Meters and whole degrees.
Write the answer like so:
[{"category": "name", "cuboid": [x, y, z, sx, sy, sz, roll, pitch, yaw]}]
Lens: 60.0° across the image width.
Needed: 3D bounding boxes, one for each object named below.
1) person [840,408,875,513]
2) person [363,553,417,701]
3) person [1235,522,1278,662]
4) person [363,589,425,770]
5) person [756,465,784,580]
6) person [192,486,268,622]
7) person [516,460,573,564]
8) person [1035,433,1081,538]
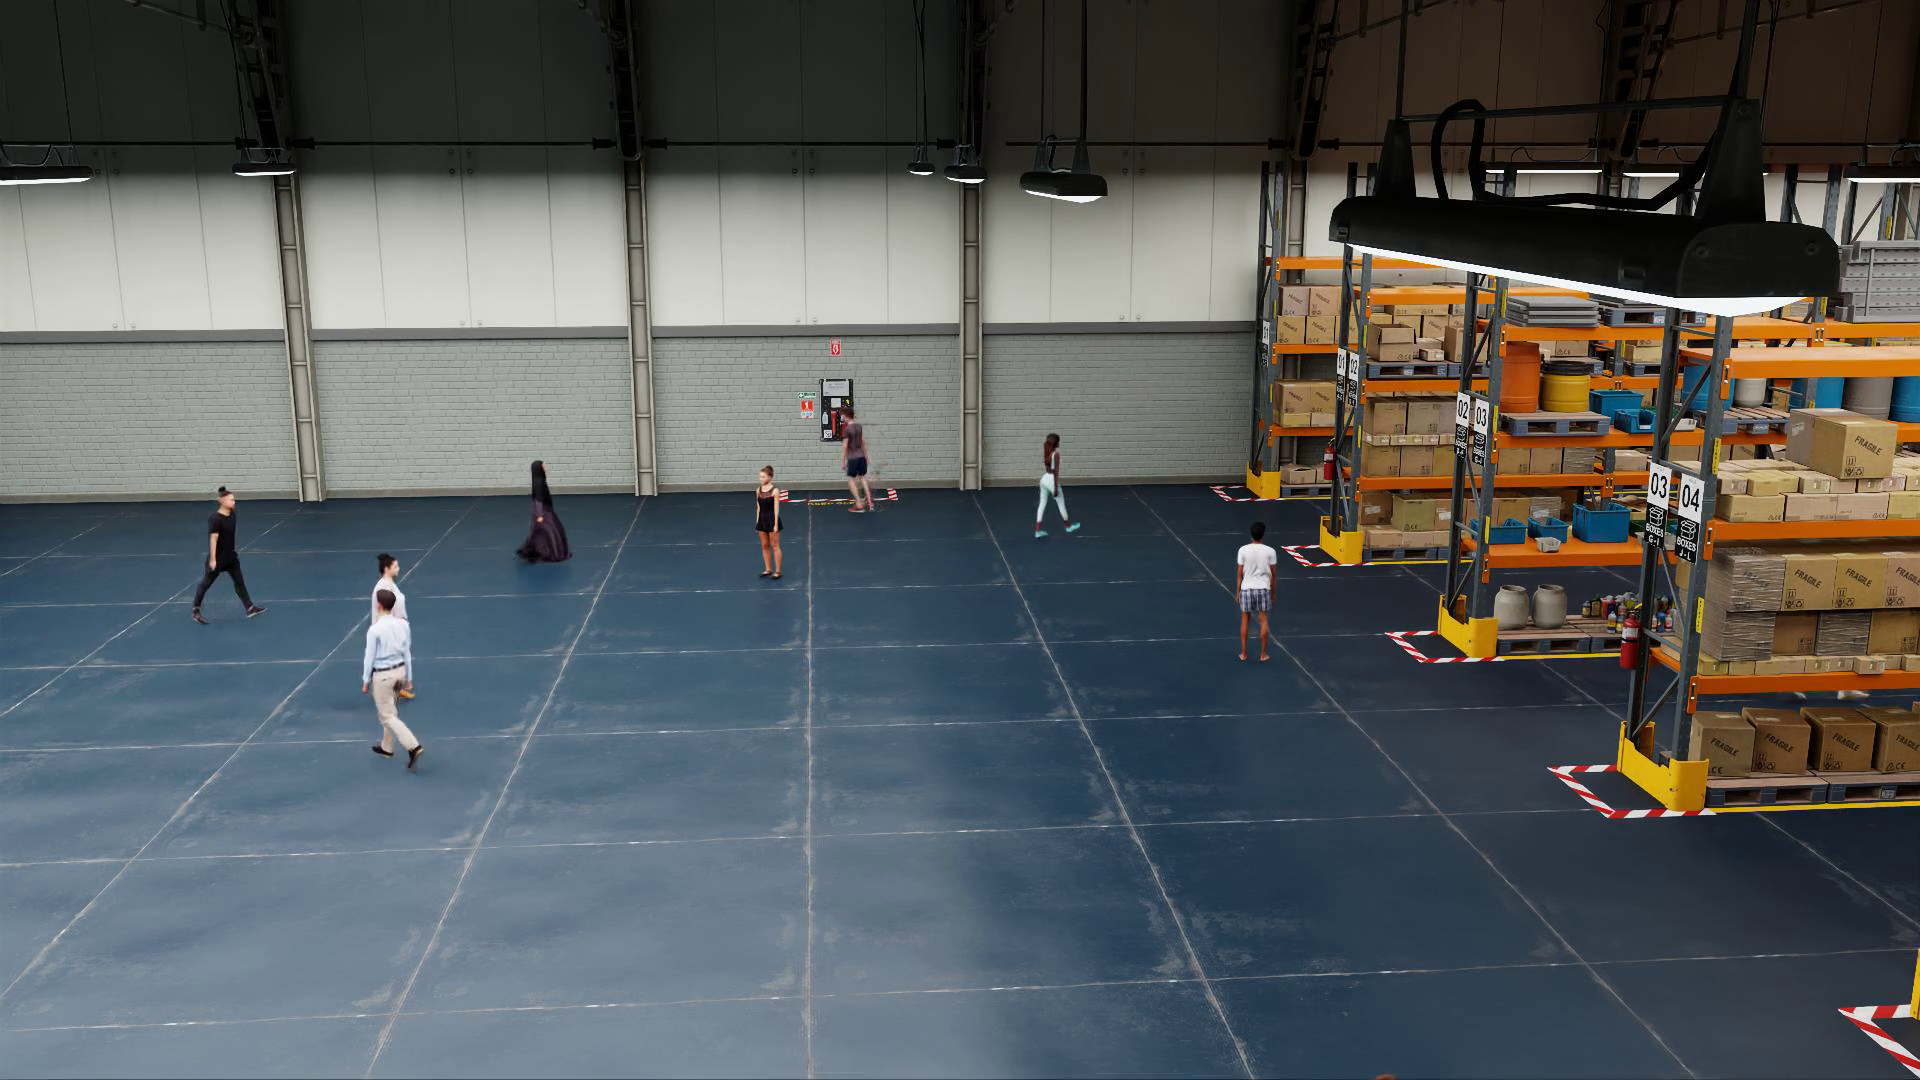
[{"category": "person", "cuboid": [-1.769, -1.380, 28.976, 0.891, 1.822, 0.944, -10, 16, -37]}, {"category": "person", "cuboid": [-6.526, 1.015, 18.843, 0.814, 1.729, 0.728, -2, 13, -9]}, {"category": "person", "cuboid": [3.638, 0.632, 20.489, 0.573, 1.731, 0.760, 3, 13, 11]}, {"category": "person", "cuboid": [-5.749, 1.430, 16.847, 1.226, 1.821, 1.067, 8, 15, 30]}, {"category": "person", "cuboid": [-2.803, -0.269, 24.495, 0.681, 1.680, 0.752, 9, 16, 34]}, {"category": "person", "cuboid": [-9.924, 0.207, 22.161, 1.329, 1.805, 0.985, 3, 13, 14]}, {"category": "person", "cuboid": [-6.436, -0.419, 25.331, 1.107, 1.594, 0.736, -4, 14, -15]}, {"category": "person", "cuboid": [1.402, -0.857, 27.025, 1.149, 1.684, 0.926, -8, 15, -32]}]
